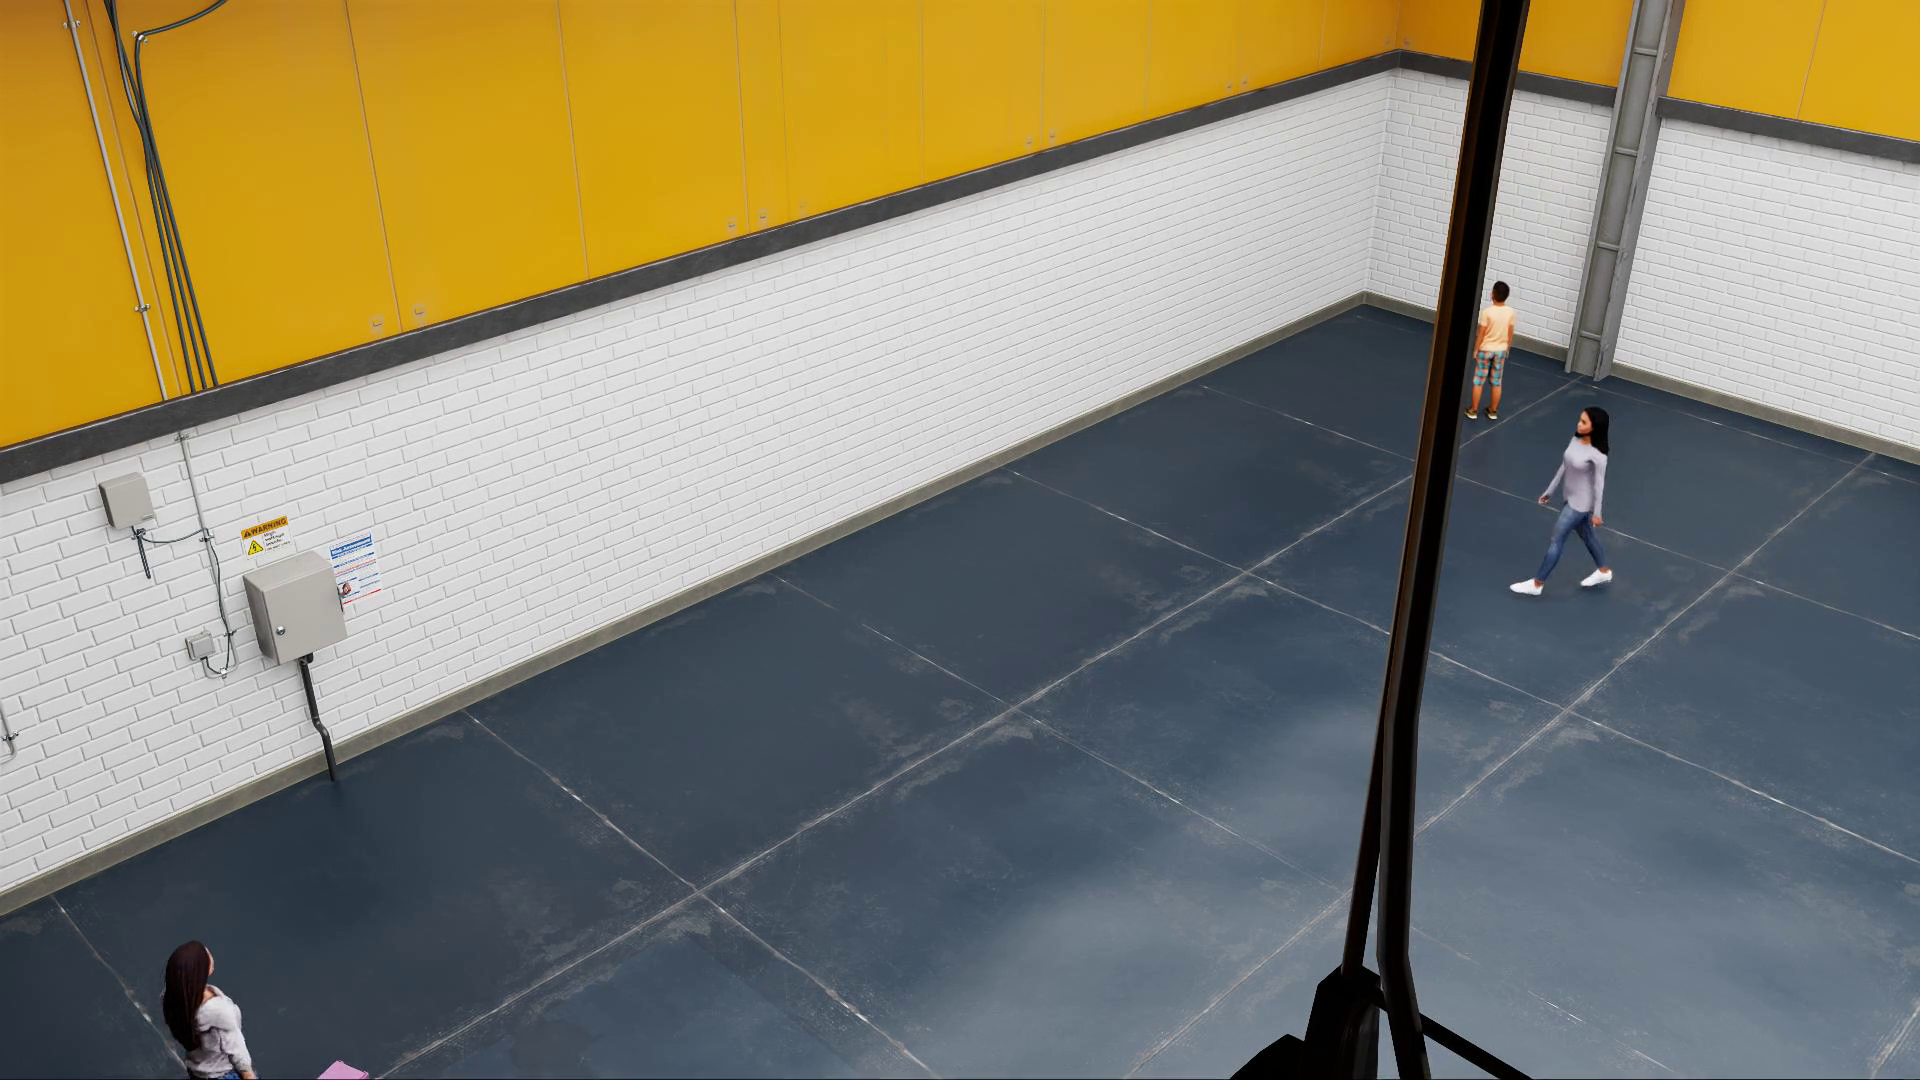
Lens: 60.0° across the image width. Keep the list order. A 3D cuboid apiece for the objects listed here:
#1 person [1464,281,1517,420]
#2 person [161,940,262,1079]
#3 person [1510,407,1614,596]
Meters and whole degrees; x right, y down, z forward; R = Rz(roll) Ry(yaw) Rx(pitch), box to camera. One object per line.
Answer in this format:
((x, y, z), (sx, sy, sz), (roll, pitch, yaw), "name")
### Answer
((5.470, -1.940, 17.087), (0.592, 1.457, 0.643), (-2, 29, -3), "person")
((-3.765, 2.733, 8.348), (0.794, 1.621, 0.816), (13, 31, 22), "person")
((5.237, -0.302, 13.841), (1.153, 1.690, 1.140), (-2, 29, -4), "person")
